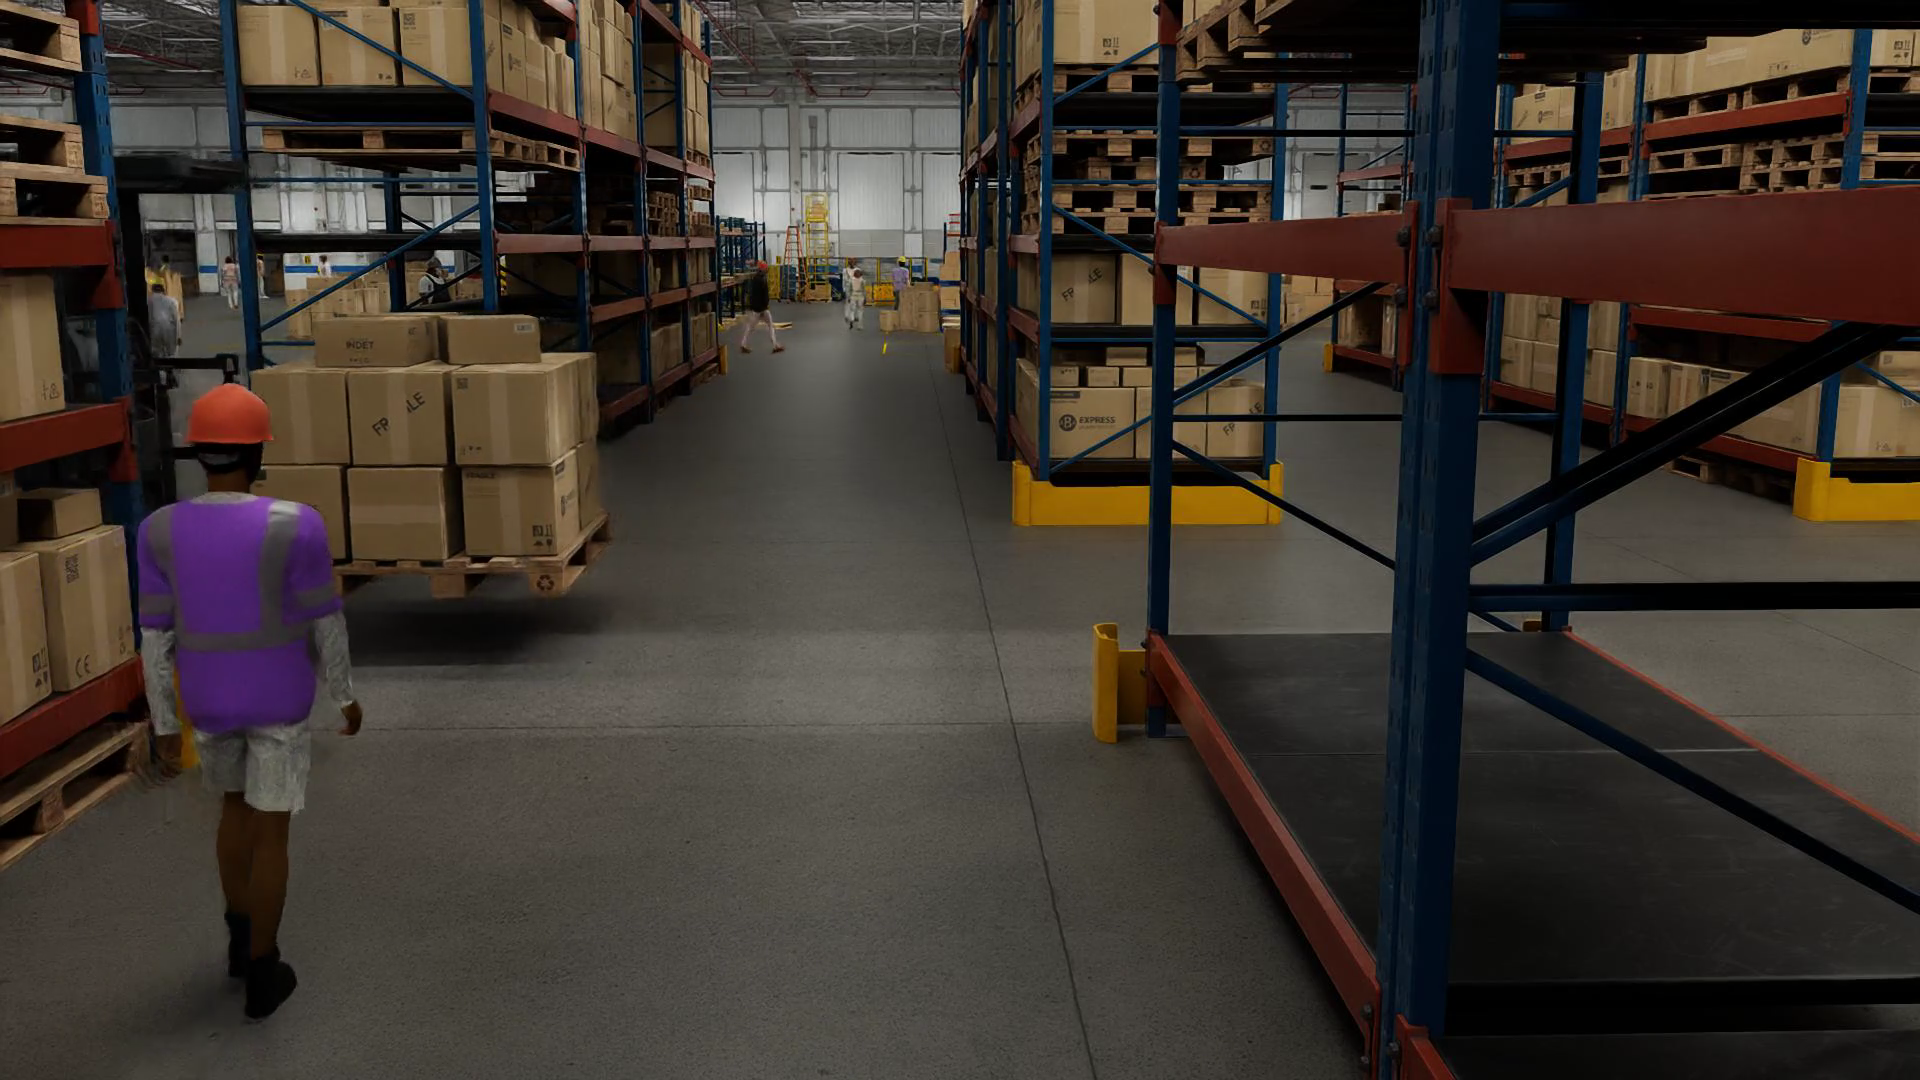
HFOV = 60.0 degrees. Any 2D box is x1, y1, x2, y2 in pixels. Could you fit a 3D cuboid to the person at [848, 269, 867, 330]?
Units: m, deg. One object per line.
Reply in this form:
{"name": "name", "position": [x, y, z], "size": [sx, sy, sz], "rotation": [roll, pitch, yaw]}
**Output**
{"name": "person", "position": [-2.744, -6.405, 44.273], "size": [0.526, 1.629, 0.495], "rotation": [2, 10, 10]}

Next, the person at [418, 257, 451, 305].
{"name": "person", "position": [-10.148, -4.465, 32.336], "size": [0.536, 2.000, 0.673], "rotation": [4, 11, 20]}

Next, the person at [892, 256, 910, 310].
{"name": "person", "position": [-1.710, -7.313, 48.558], "size": [0.584, 1.918, 0.407], "rotation": [6, 12, 31]}

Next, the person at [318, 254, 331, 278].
{"name": "person", "position": [-21.371, -8.655, 55.987], "size": [0.458, 1.928, 0.655], "rotation": [-5, 11, -26]}

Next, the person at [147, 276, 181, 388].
{"name": "person", "position": [-12.635, -3.268, 26.332], "size": [0.592, 1.806, 0.416], "rotation": [-2, 10, -12]}

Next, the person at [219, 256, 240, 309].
{"name": "person", "position": [-25.429, -8.947, 57.905], "size": [0.654, 1.819, 0.756], "rotation": [-6, 12, -28]}

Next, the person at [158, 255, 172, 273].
{"name": "person", "position": [-31.438, -10.380, 65.894], "size": [0.456, 1.821, 0.644], "rotation": [3, 11, 15]}

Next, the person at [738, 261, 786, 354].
{"name": "person", "position": [-4.200, -4.850, 34.787], "size": [1.031, 1.948, 0.612], "rotation": [-7, 12, -35]}

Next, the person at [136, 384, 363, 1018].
{"name": "person", "position": [-2.169, 0.476, 5.161], "size": [0.554, 1.914, 0.665], "rotation": [0, 10, -1]}

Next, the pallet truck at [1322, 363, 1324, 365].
{"name": "pallet truck", "position": [7.712, -4.157, 30.737], "size": [1.885, 1.965, 0.823], "rotation": [3, 11, 16]}

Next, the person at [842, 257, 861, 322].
{"name": "person", "position": [-3.152, -7.280, 48.449], "size": [0.584, 1.882, 0.337], "rotation": [-5, 11, -25]}

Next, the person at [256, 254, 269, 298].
{"name": "person", "position": [-29.137, -11.049, 69.319], "size": [0.361, 1.930, 0.587], "rotation": [-10, 14, -44]}

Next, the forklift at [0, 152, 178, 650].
{"name": "forklift", "position": [-5.295, -0.817, 9.671], "size": [1.873, 2.768, 1.129], "rotation": [-1, 10, -3]}
